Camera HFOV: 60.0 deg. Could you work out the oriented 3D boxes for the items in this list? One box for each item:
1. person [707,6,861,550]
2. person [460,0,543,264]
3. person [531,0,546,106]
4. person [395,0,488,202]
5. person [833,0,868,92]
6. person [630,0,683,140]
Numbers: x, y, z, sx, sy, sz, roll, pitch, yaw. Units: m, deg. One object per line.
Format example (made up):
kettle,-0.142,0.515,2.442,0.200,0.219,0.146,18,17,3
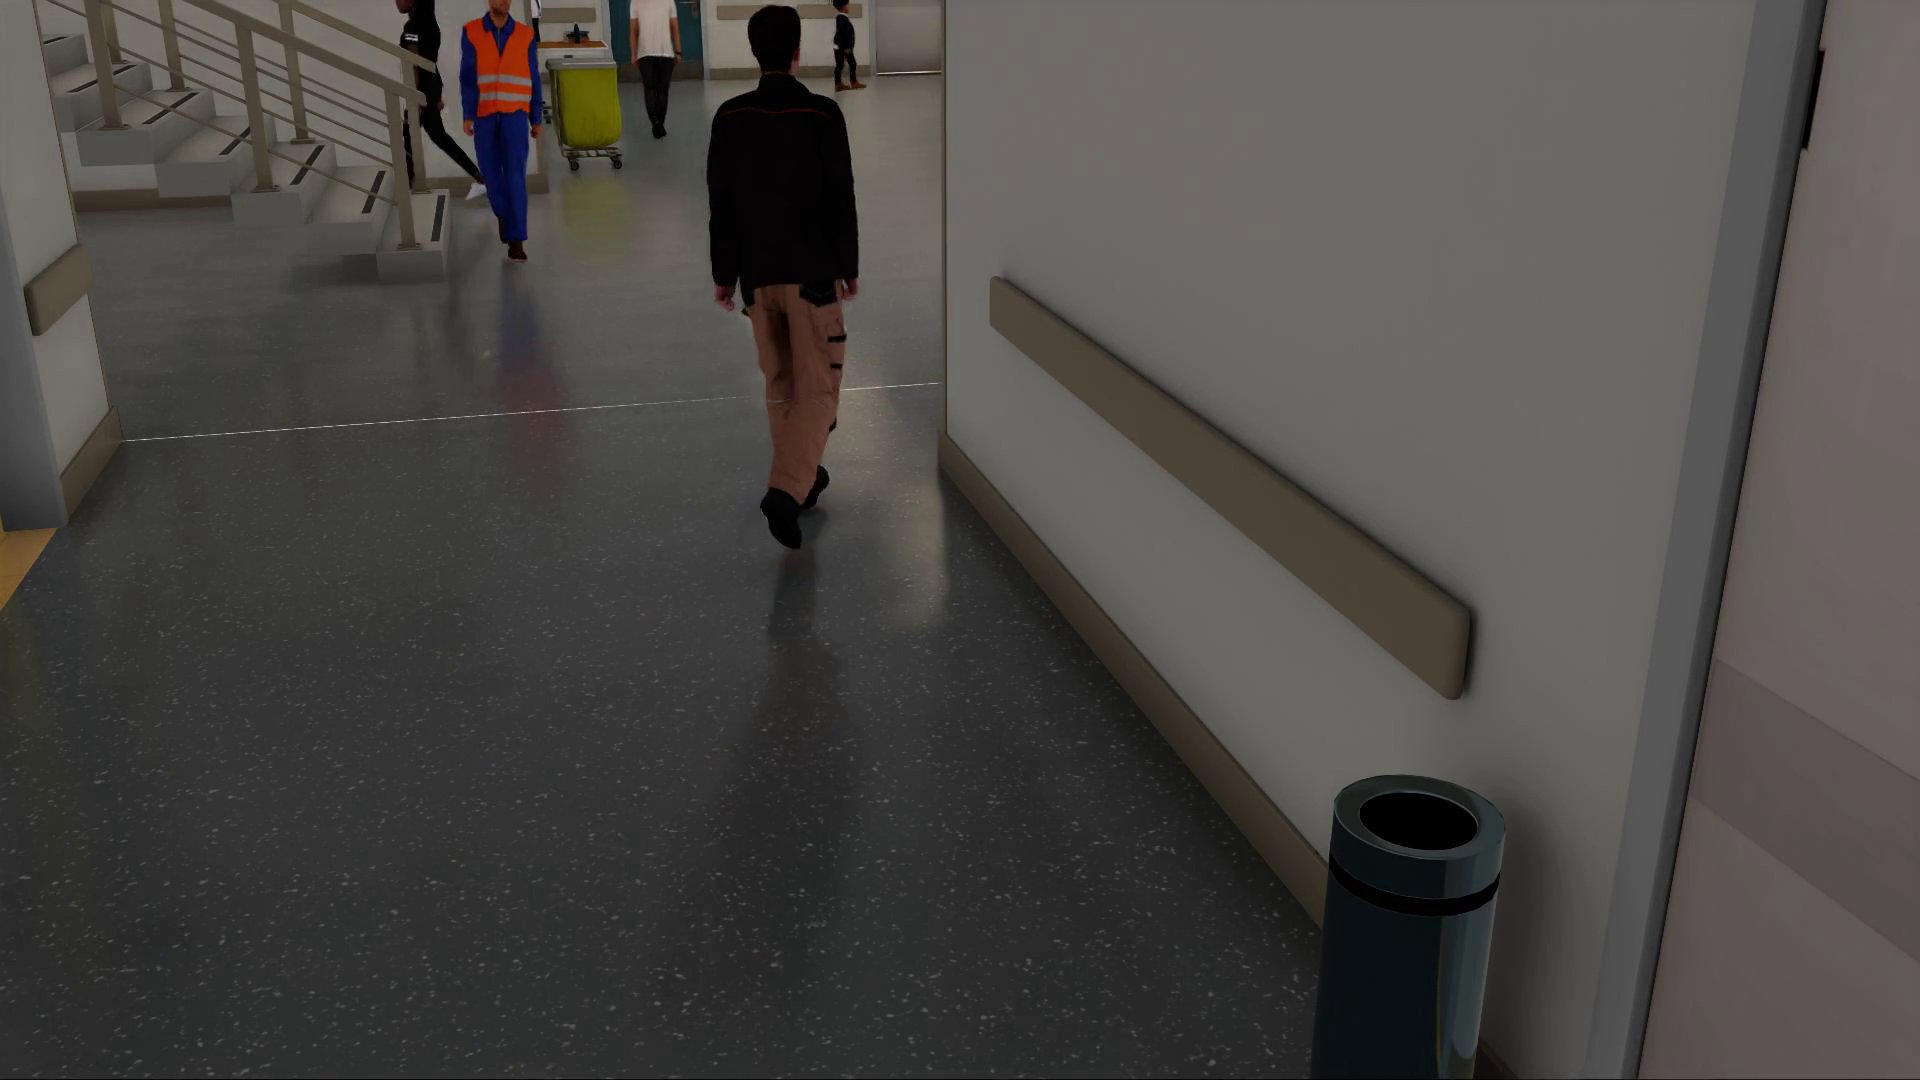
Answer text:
person,-0.630,-0.907,6.004,1.236,1.898,1.112,4,21,11
person,-3.068,-2.791,11.088,1.146,1.819,0.726,-5,21,-12
person,-5.199,-6.104,20.074,0.583,1.649,0.600,0,21,0
person,-4.121,-3.471,13.068,1.226,1.688,0.801,0,21,0
person,-1.567,-6.459,21.623,0.684,1.217,0.584,-11,23,-26
person,-3.108,-4.966,16.962,0.909,1.696,0.720,-6,22,-16
